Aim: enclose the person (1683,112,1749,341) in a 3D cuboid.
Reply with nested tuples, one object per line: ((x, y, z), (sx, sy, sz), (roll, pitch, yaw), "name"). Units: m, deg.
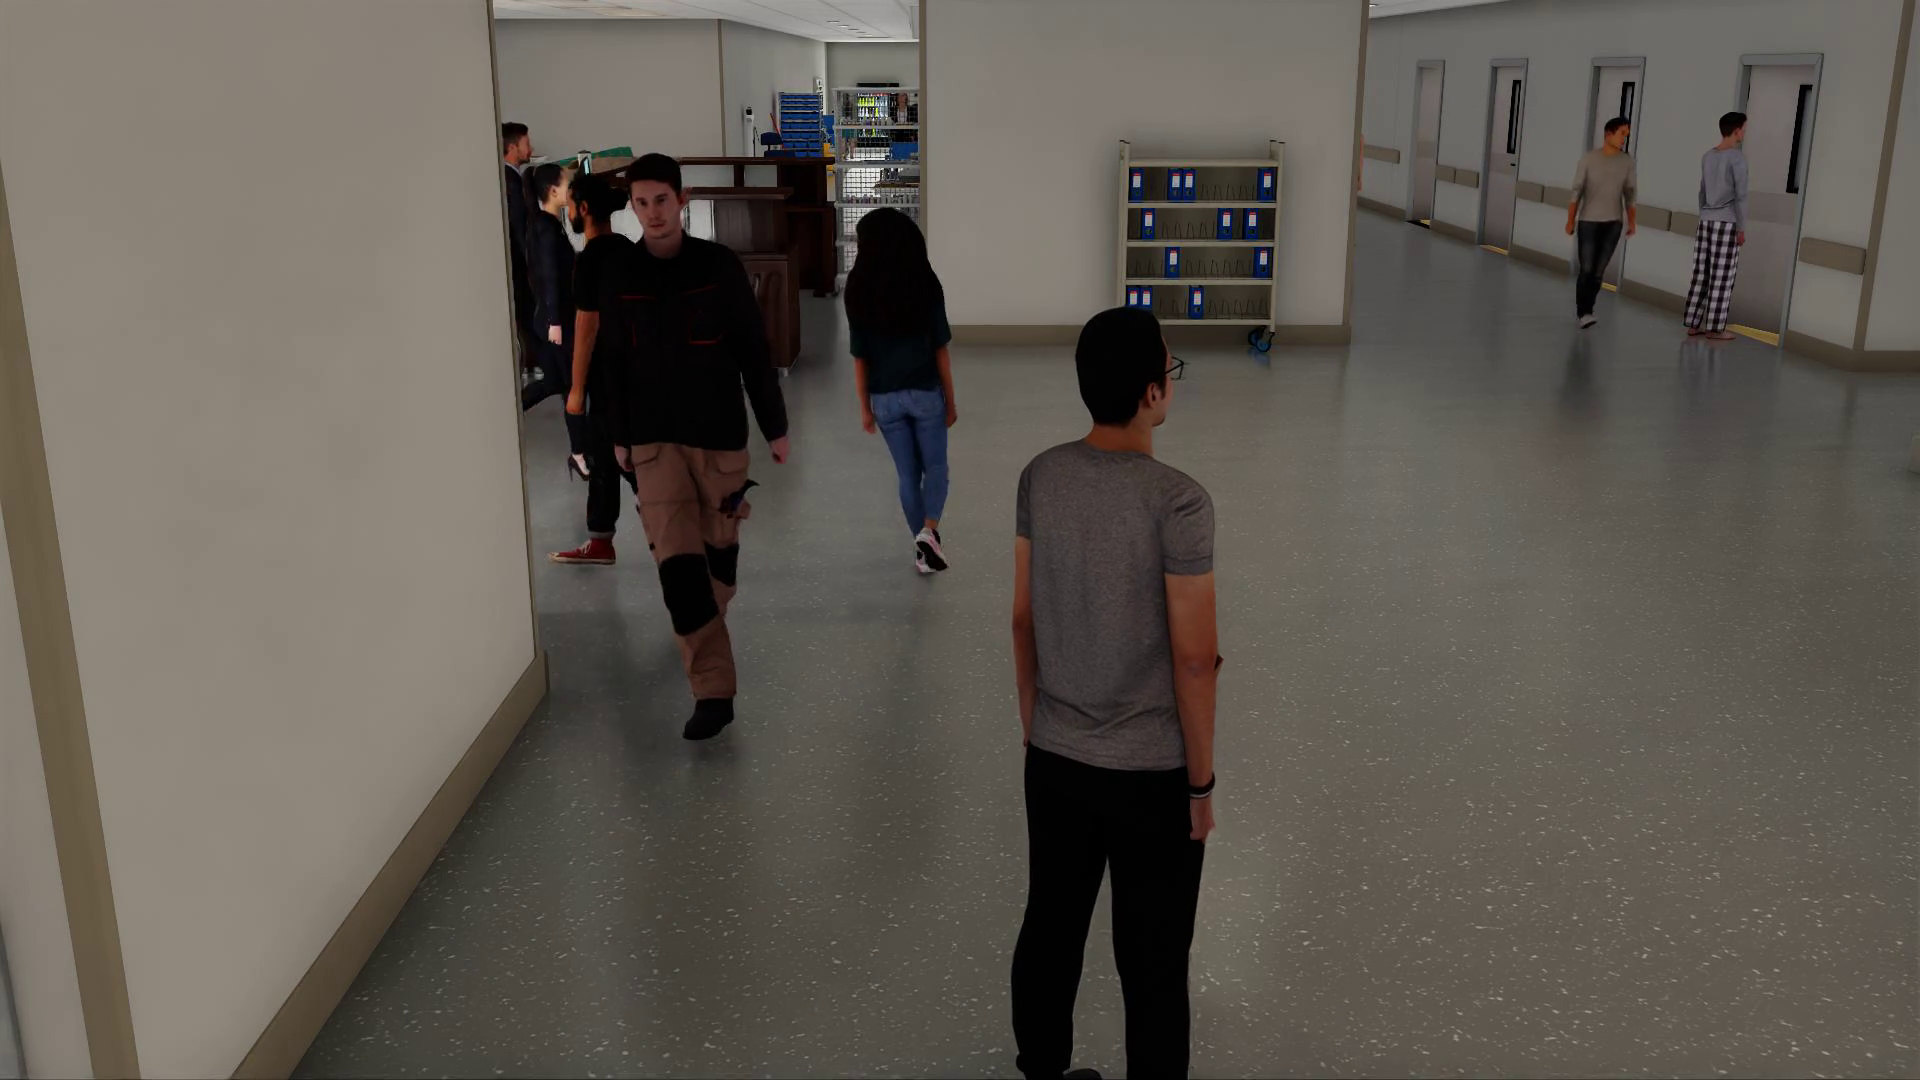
((6.313, -2.611, 13.823), (0.657, 1.847, 0.691), (-6, 17, -20), "person")

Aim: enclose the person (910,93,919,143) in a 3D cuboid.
((-0.959, -9.739, 39.488), (1.023, 1.639, 0.893), (3, 16, 10), "person")

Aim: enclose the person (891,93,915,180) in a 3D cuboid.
((-1.155, -8.096, 33.361), (0.487, 1.802, 0.677), (1, 16, 5), "person")

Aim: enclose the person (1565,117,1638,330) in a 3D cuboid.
((5.479, -2.709, 14.318), (0.988, 1.768, 0.752), (1, 16, 3), "person")

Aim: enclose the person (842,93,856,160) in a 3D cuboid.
((-2.849, -10.487, 42.045), (0.481, 1.692, 0.649), (-3, 16, -11), "person")

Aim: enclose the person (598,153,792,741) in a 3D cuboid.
((-0.916, -0.330, 5.671), (1.211, 1.880, 0.924), (-3, 16, -10), "person")

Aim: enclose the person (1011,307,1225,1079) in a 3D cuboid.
((0.298, 0.418, 3.249), (0.692, 1.754, 0.763), (14, 21, 40), "person")

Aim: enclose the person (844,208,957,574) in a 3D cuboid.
((-0.246, -0.588, 7.113), (0.718, 1.594, 0.688), (2, 16, 6), "person")
